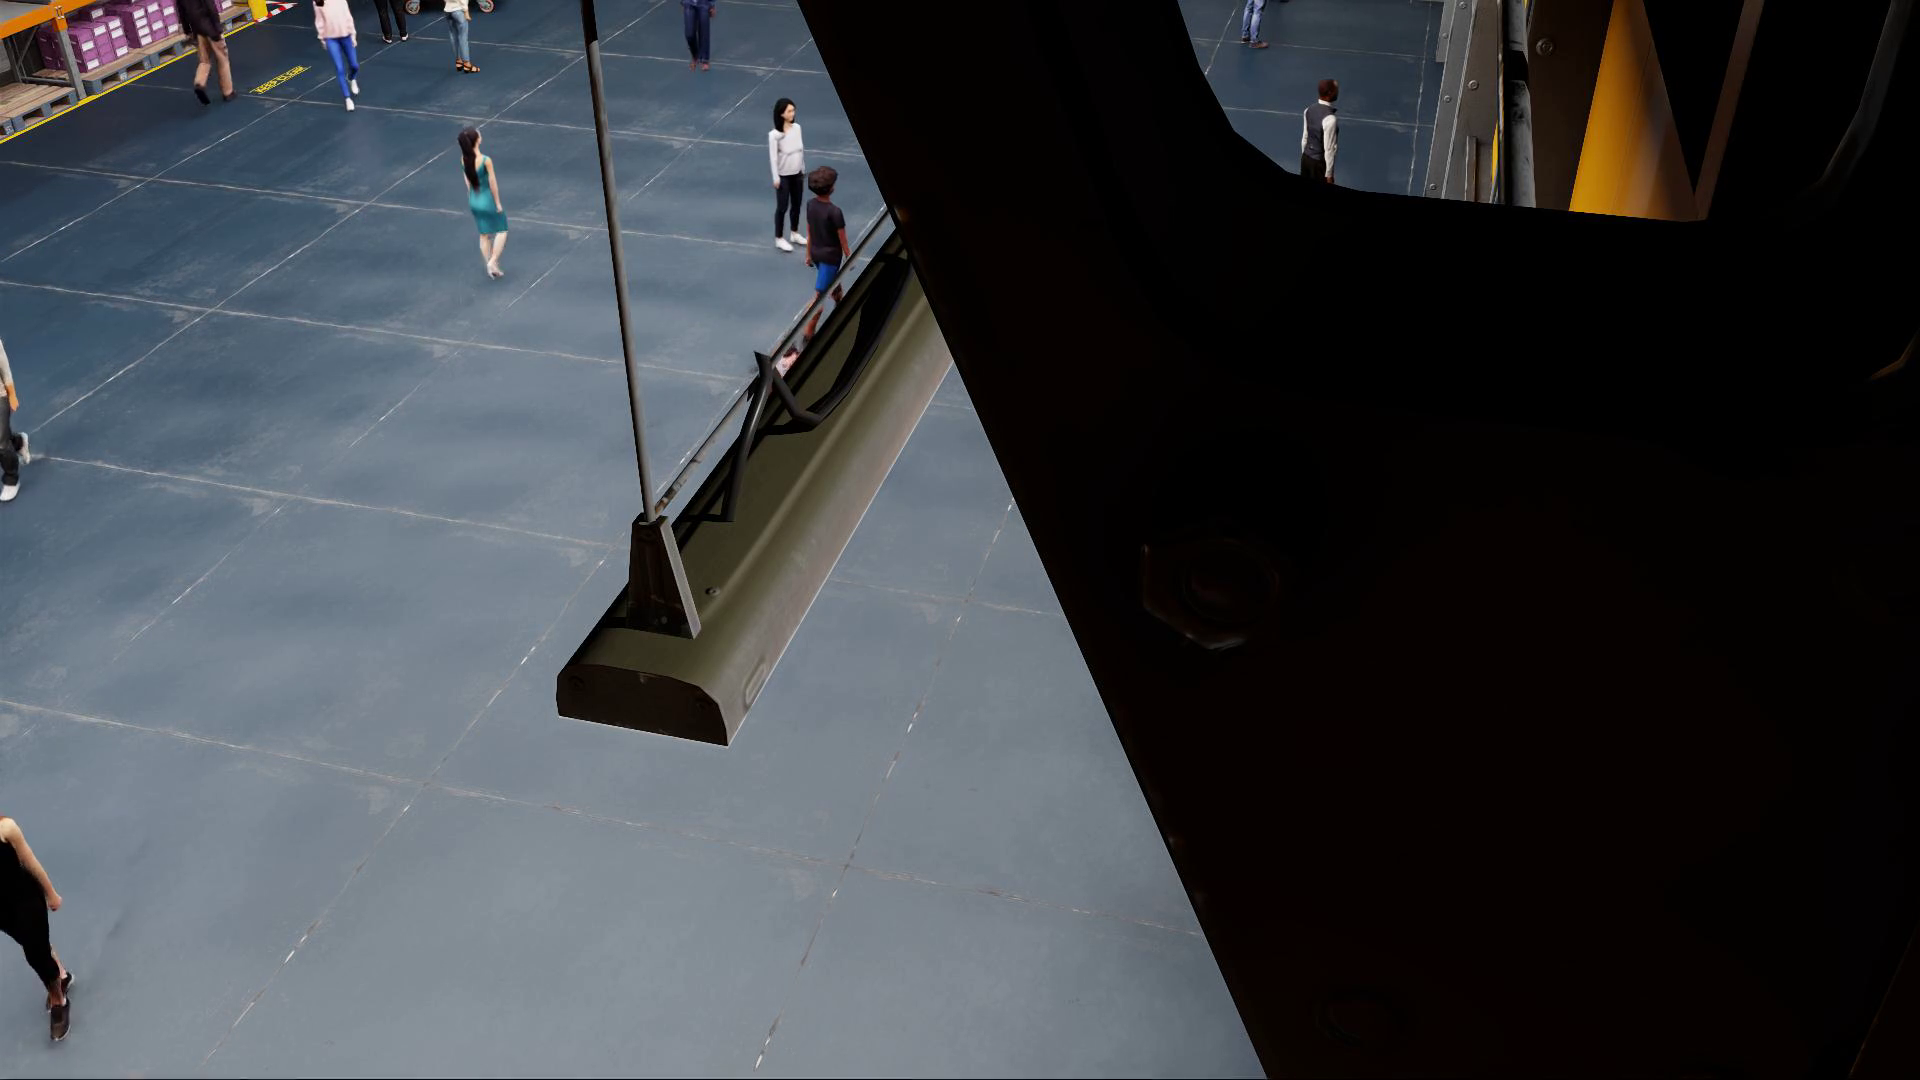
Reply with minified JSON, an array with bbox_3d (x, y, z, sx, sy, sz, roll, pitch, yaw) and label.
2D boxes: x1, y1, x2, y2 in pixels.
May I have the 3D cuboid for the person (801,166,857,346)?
[{"bbox_3d":[-1.361,-2.737,16.286,0.985,1.750,1.235,26,42,34],"label":"person"}]

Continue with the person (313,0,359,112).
[{"bbox_3d":[-8.297,-6.677,22.211,0.946,1.754,1.040,-13,36,-19],"label":"person"}]

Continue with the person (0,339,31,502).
[{"bbox_3d":[-8.170,-1.244,14.004,0.878,1.790,1.025,-2,34,-3],"label":"person"}]

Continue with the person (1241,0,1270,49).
[{"bbox_3d":[4.383,-8.209,24.425,0.786,1.854,0.665,-10,35,-14],"label":"person"}]

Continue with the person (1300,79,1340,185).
[{"bbox_3d":[3.899,-4.087,18.165,0.836,1.919,0.749,-14,36,-20],"label":"person"}]

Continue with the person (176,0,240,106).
[{"bbox_3d":[-10.078,-6.725,22.143,0.797,1.908,1.088,4,34,6],"label":"person"}]

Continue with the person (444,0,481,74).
[{"bbox_3d":[-7.105,-7.449,23.441,0.697,1.678,0.700,28,43,35],"label":"person"}]

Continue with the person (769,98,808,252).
[{"bbox_3d":[-1.900,-4.028,18.275,0.751,1.698,0.628,26,42,33],"label":"person"}]

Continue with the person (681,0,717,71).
[{"bbox_3d":[-3.697,-7.592,23.536,0.755,1.810,0.753,0,34,0],"label":"person"}]

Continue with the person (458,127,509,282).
[{"bbox_3d":[-5.040,-3.492,17.489,0.599,1.677,0.594,12,36,18],"label":"person"}]

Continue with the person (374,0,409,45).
[{"bbox_3d":[-8.522,-8.195,24.637,0.801,1.597,0.849,-14,36,-20],"label":"person"}]

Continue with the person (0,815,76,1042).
[{"bbox_3d":[-5.241,1.949,9.272,0.739,1.712,0.837,-2,34,-3],"label":"person"}]

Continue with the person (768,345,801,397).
[{"bbox_3d":[-1.326,-0.745,13.224,0.793,1.823,0.812,-1,34,-1],"label":"person"}]
